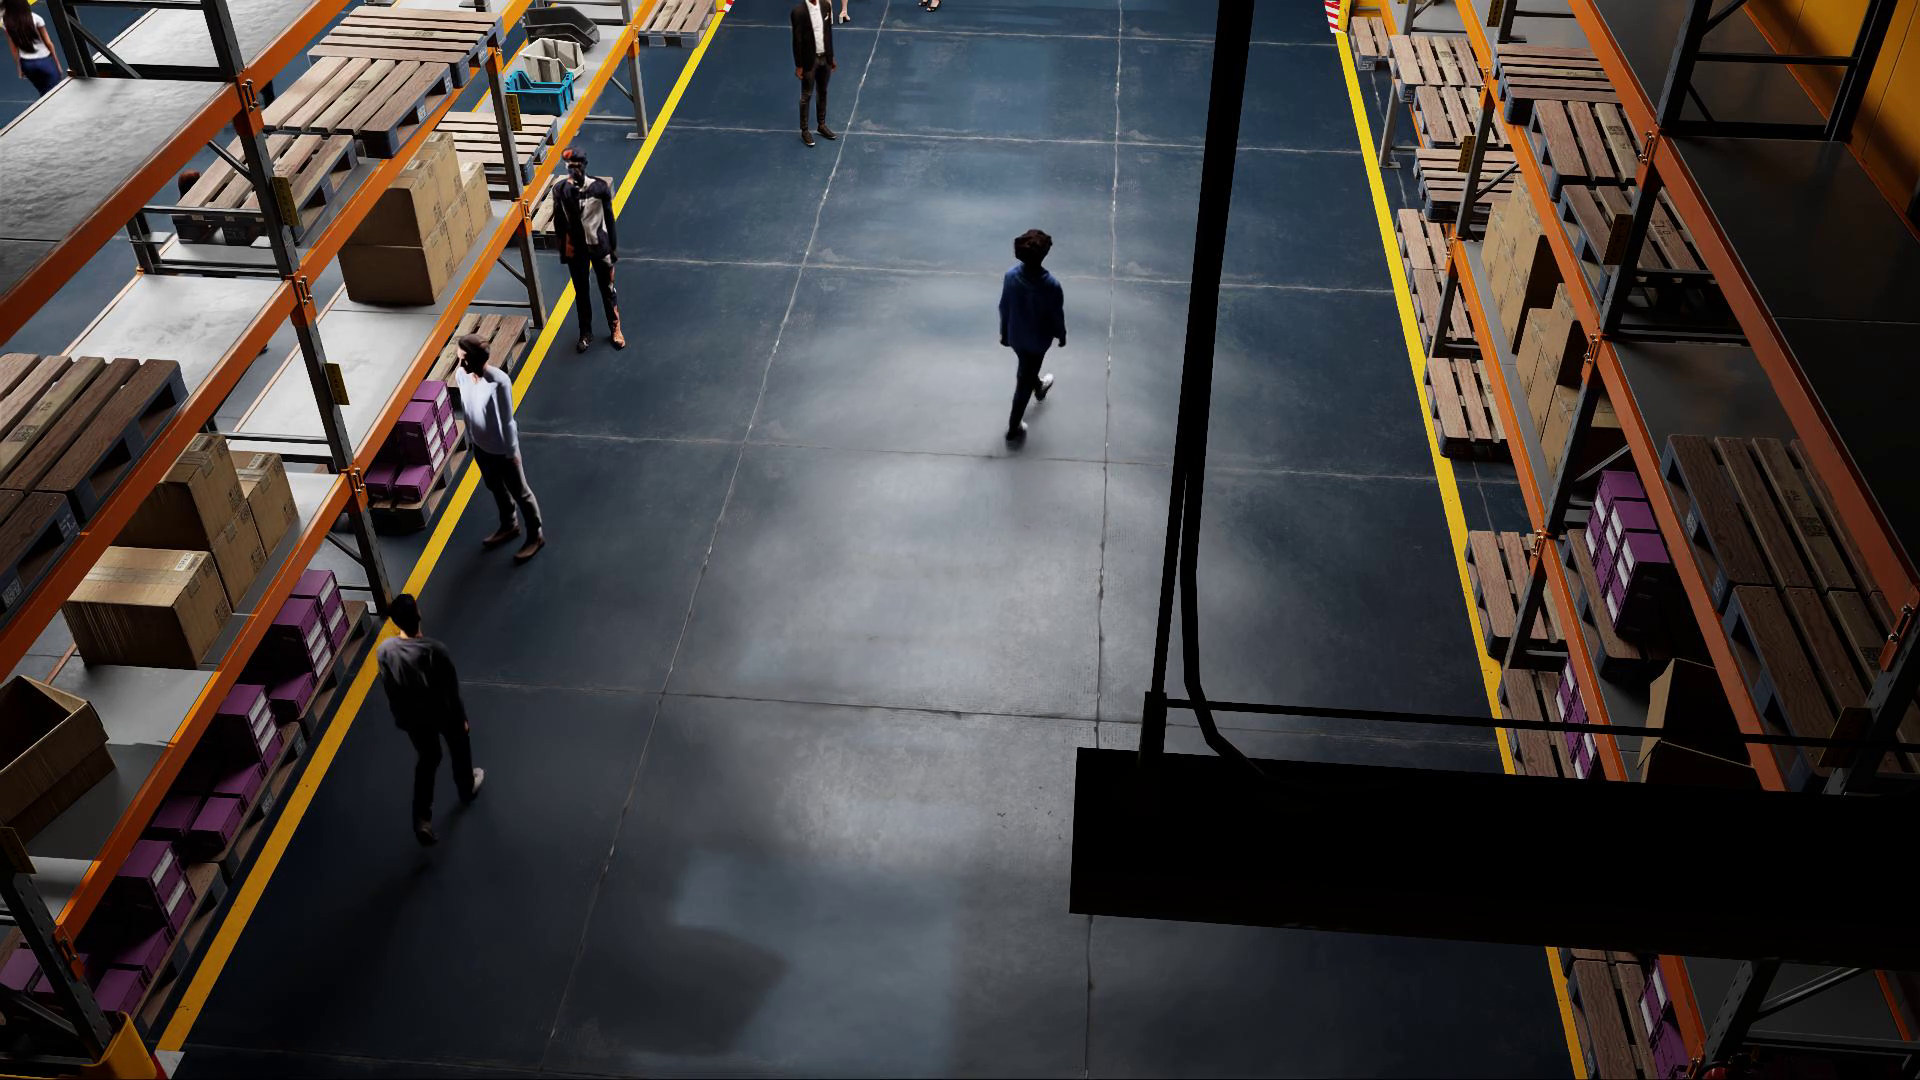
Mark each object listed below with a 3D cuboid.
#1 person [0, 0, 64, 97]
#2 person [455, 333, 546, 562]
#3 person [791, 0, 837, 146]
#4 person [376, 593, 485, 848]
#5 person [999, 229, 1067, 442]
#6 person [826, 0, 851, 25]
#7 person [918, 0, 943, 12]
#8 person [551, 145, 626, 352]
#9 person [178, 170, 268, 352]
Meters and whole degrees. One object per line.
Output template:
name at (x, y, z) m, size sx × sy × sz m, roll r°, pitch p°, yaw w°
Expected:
person at (-9.780, -4.955, 17.627) m, size 0.715 × 1.751 × 1.069 m, roll -4°, pitch 39°, yaw -4°
person at (-3.399, -0.707, 12.196) m, size 0.725 × 1.889 × 0.719 m, roll 22°, pitch 44°, yaw 25°
person at (-1.564, -5.149, 17.830) m, size 0.727 × 1.799 × 0.777 m, roll -26°, pitch 46°, yaw -29°
person at (-3.219, 1.101, 10.050) m, size 0.604 × 1.742 × 0.993 m, roll 3°, pitch 39°, yaw 4°
person at (0.524, -1.611, 13.427) m, size 1.011 × 1.766 × 1.250 m, roll 20°, pitch 43°, yaw 23°
person at (-1.568, -7.276, 20.516) m, size 0.629 × 1.773 × 0.608 m, roll 3°, pitch 39°, yaw 4°
person at (-0.383, -7.543, 20.849) m, size 0.856 × 1.775 × 0.776 m, roll -18°, pitch 42°, yaw -21°
person at (-3.240, -2.551, 14.502) m, size 0.729 × 1.893 × 0.667 m, roll -5°, pitch 39°, yaw -6°
person at (-6.461, -2.398, 14.431) m, size 0.675 × 1.743 × 0.699 m, roll 25°, pitch 45°, yaw 28°
